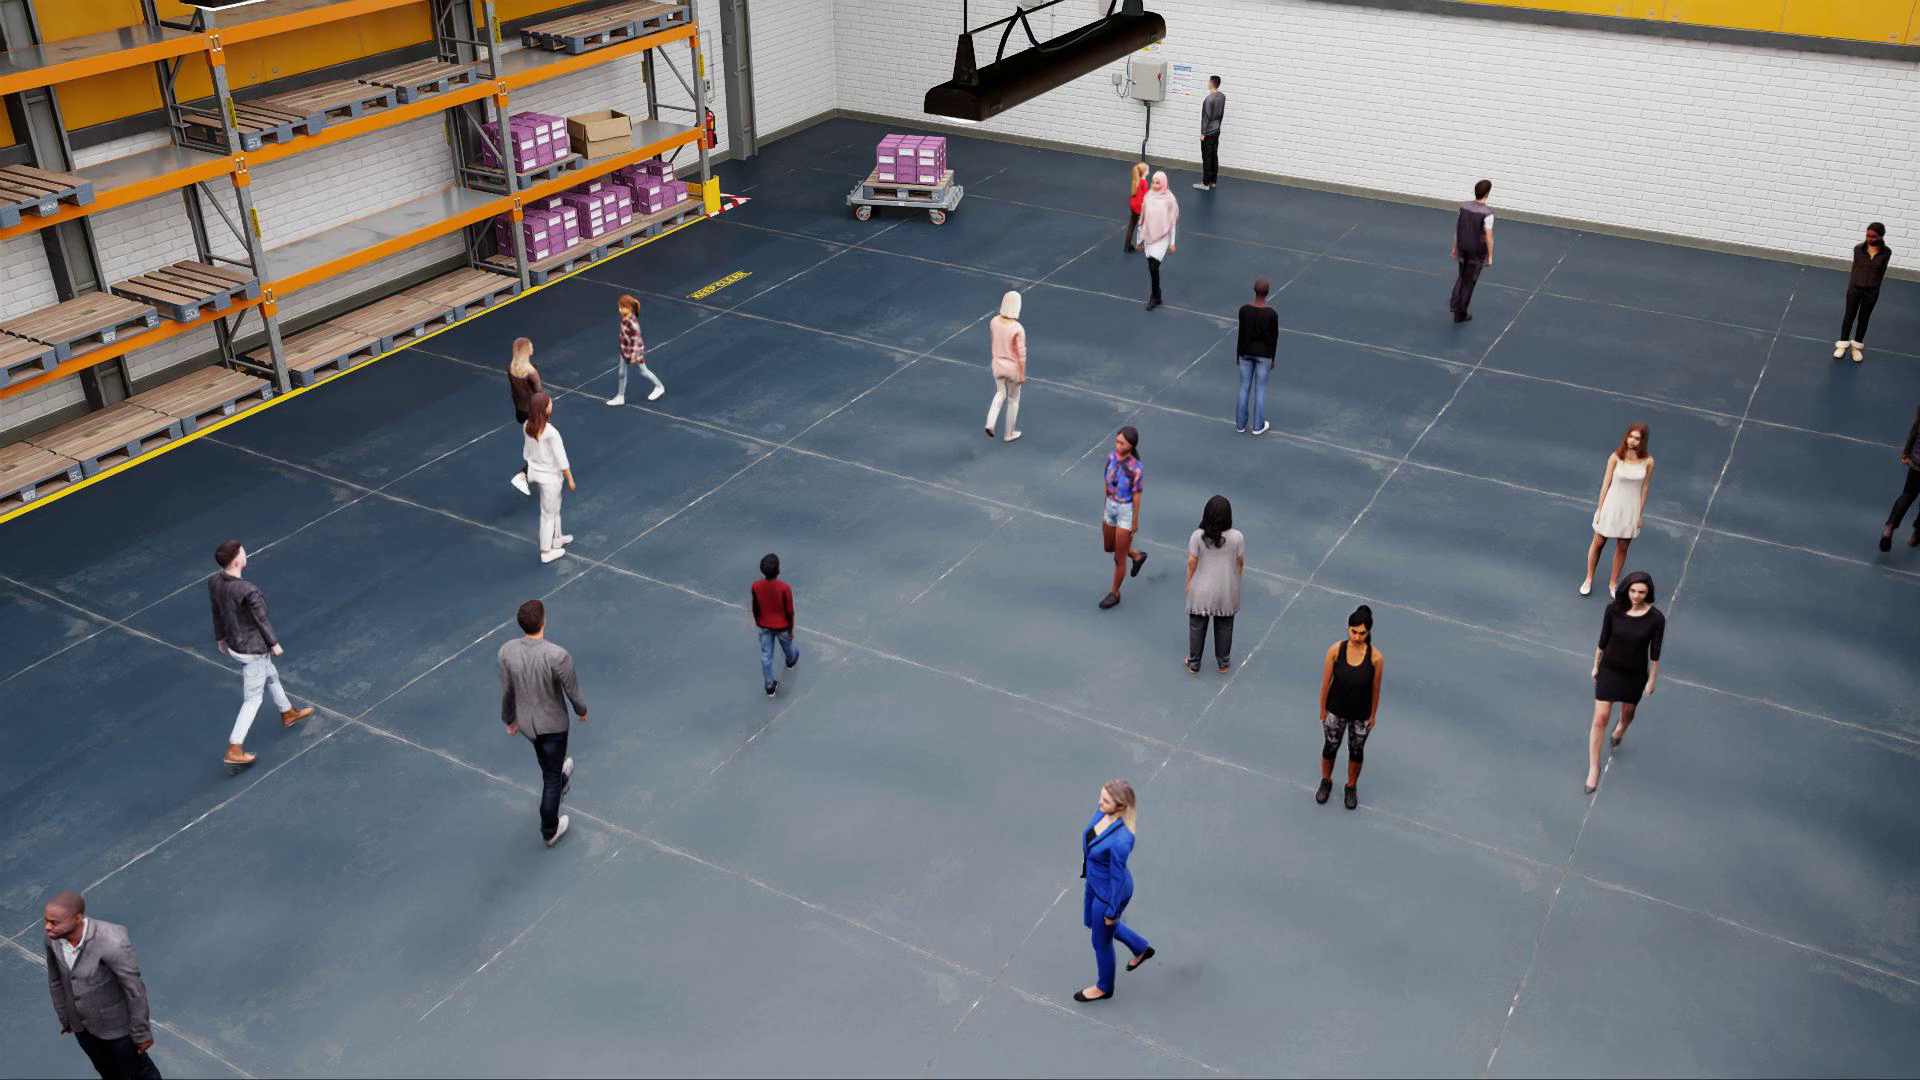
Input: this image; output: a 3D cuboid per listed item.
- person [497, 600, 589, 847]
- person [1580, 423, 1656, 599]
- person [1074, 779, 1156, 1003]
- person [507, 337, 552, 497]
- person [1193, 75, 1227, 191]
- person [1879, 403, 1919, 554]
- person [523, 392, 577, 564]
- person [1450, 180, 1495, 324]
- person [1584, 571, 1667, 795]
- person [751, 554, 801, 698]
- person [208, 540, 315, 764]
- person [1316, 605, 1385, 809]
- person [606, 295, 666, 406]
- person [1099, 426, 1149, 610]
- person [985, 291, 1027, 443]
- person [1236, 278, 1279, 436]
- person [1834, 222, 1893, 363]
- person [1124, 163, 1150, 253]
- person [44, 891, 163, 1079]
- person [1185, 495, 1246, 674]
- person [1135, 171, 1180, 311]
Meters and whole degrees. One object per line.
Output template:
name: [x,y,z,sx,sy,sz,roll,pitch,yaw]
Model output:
person: [-2.993,1.344,11.814,0.920,1.828,1.182,6,29,11]
person: [5.928,-0.283,14.922,0.603,1.708,0.598,8,30,15]
person: [1.015,2.185,10.421,0.917,1.686,0.868,-4,29,-8]
person: [-4.327,-1.189,16.600,0.712,1.692,0.883,22,36,35]
person: [3.938,-6.399,26.080,0.722,1.761,0.553,24,36,36]
person: [9.033,-0.687,15.553,1.186,1.813,0.955,-20,35,-33]
person: [-3.906,-0.556,15.461,0.658,1.672,0.734,20,34,32]
person: [6.355,-3.593,20.857,0.763,1.835,0.770,-20,35,-32]
person: [4.999,1.009,12.493,0.619,1.767,1.077,14,32,24]
person: [-1.535,0.716,13.592,0.718,1.228,0.907,4,29,7]
person: [-5.490,0.875,12.691,0.669,1.811,1.124,16,32,27]
person: [2.867,1.218,12.217,0.626,1.664,0.604,6,29,11]
person: [-3.637,-2.148,18.788,1.008,1.282,0.800,-18,33,-29]
person: [1.497,-0.234,14.809,0.985,1.731,0.764,-24,36,-36]
person: [0.454,-1.809,17.714,0.661,1.713,0.780,21,35,33]
person: [3.204,-1.993,18.014,0.610,1.749,0.554,12,31,21]
person: [10.847,-3.009,19.966,0.636,1.664,0.577,15,32,26]
person: [2.474,-4.663,23.420,0.880,1.260,0.747,-15,32,-26]
person: [-4.800,2.682,9.374,0.782,1.815,0.676,7,29,13]
person: [2.105,0.374,13.820,0.758,1.610,0.802,1,29,1]
person: [2.570,-3.869,21.408,0.679,1.792,0.674,20,34,32]
